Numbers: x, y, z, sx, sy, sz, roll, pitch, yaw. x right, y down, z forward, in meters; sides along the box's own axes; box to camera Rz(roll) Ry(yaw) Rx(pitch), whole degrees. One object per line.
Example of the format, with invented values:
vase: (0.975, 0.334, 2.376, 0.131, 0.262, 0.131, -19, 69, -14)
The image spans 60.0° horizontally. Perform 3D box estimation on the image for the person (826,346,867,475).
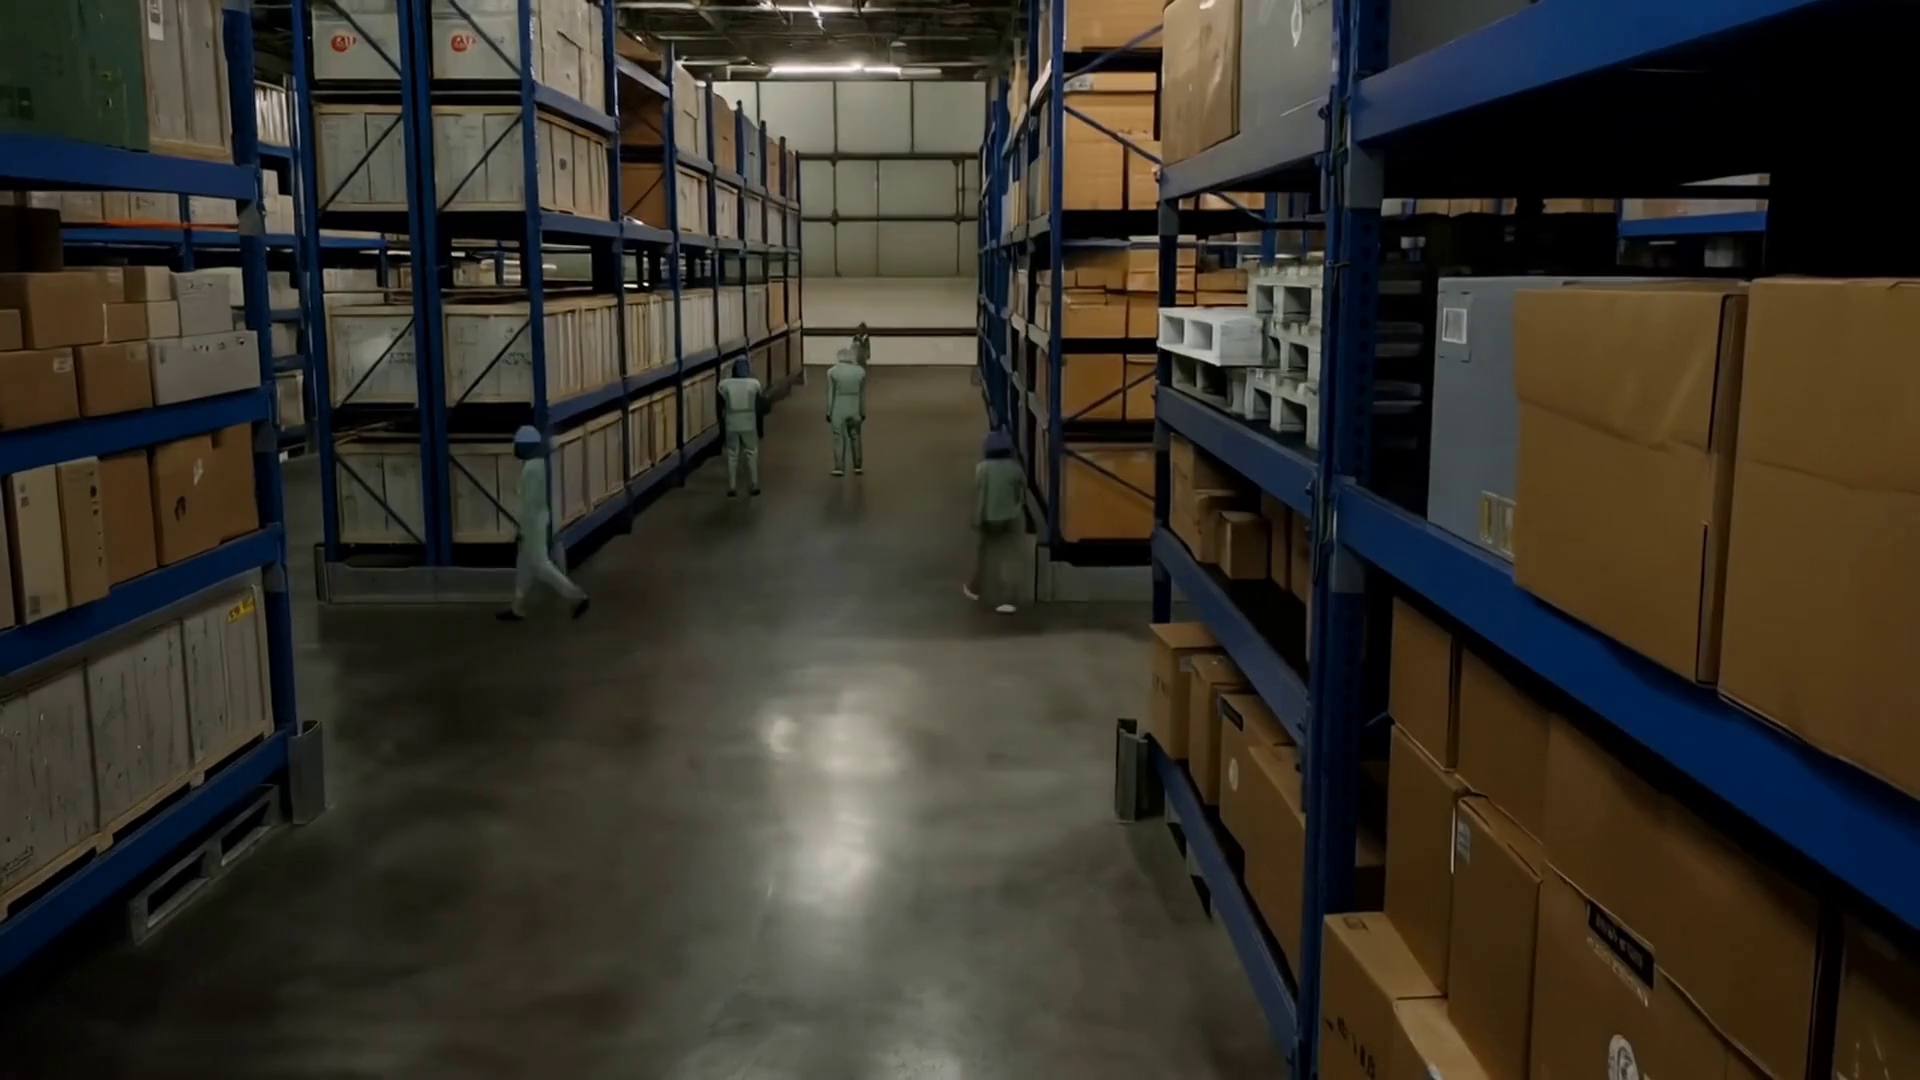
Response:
person: (-1.690, -1.913, 24.564, 0.652, 1.906, 0.409, -5, 10, -26)

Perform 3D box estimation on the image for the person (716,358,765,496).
person: (-2.931, -1.509, 22.278, 0.633, 1.845, 0.429, -1, 9, -5)

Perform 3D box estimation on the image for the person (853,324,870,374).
person: (-2.512, -4.669, 42.318, 0.519, 1.628, 0.411, -6, 11, -34)

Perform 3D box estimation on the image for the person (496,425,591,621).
person: (-3.592, -0.134, 14.249, 0.798, 1.714, 0.497, 0, 9, 0)

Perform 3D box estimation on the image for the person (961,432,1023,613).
person: (0.293, -0.168, 14.838, 0.559, 1.575, 0.836, -5, 10, -26)
